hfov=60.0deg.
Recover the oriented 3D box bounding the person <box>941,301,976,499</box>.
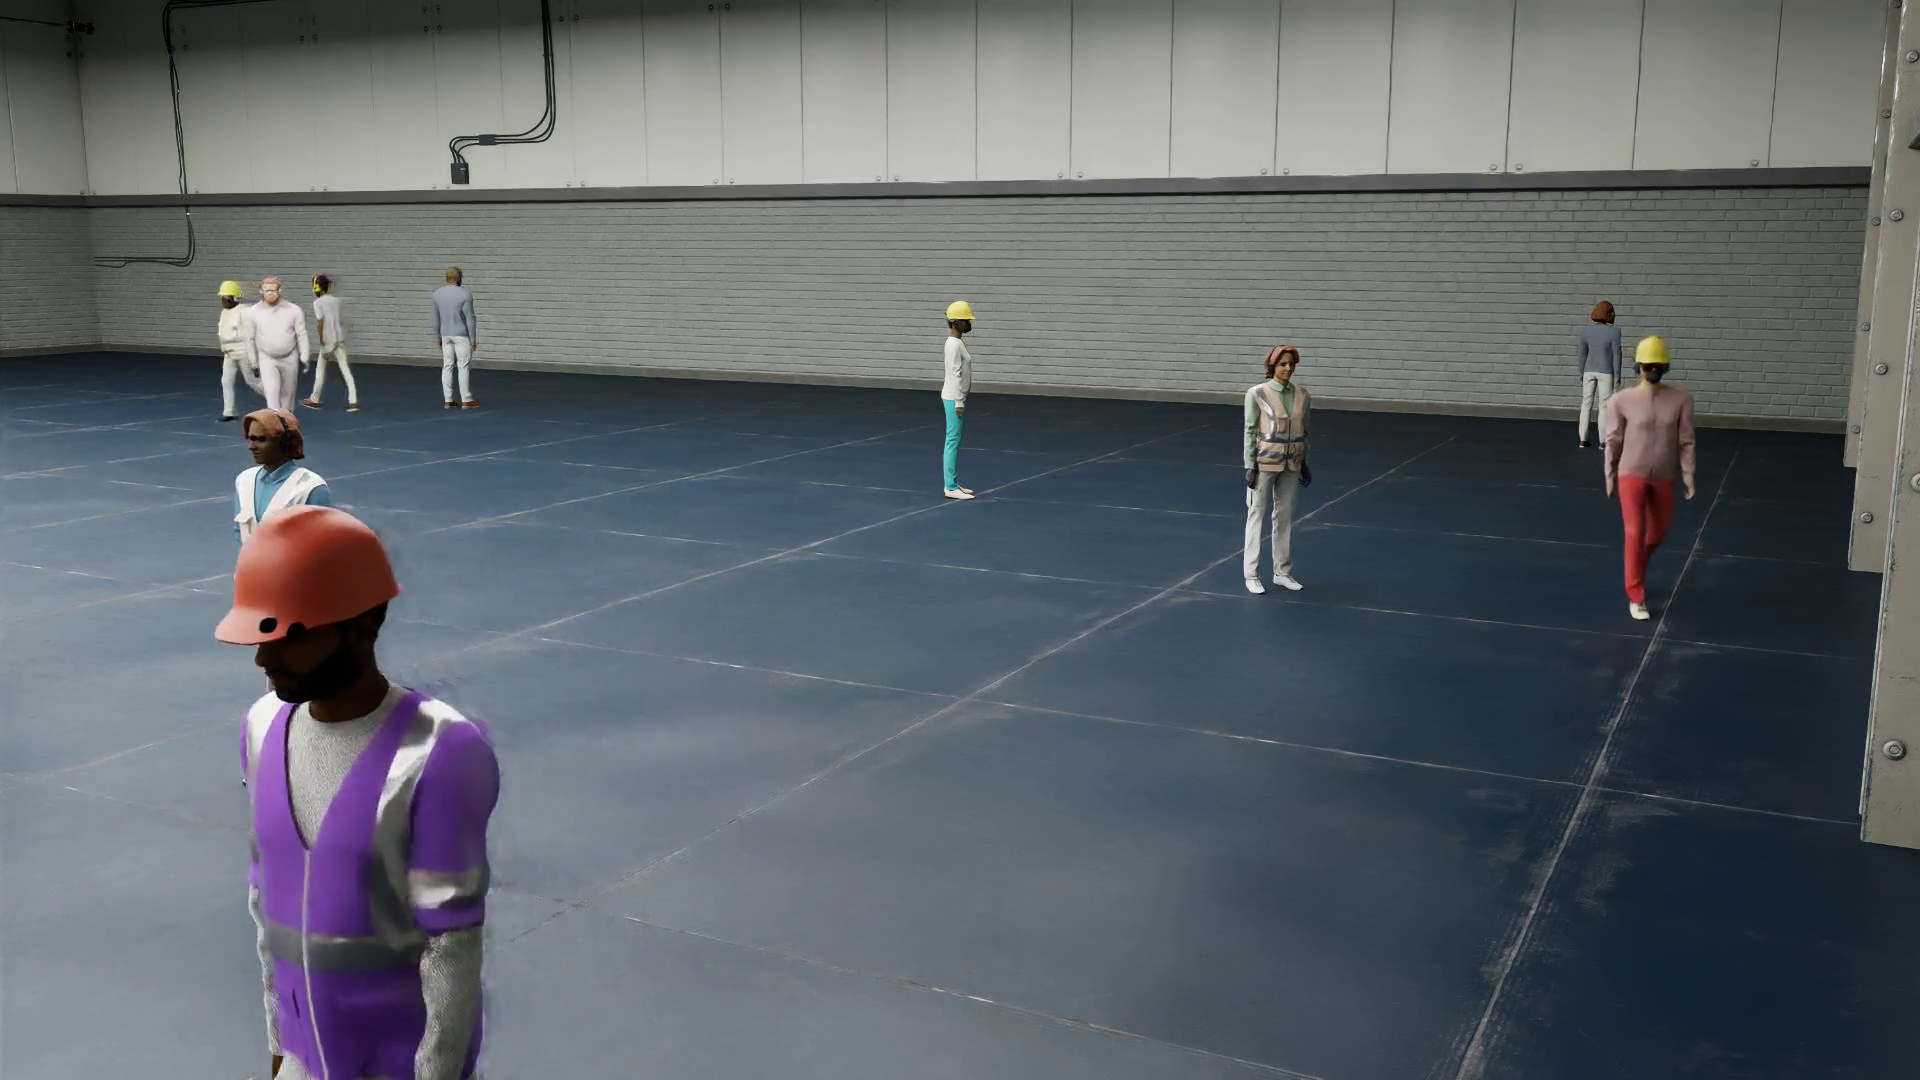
[{"bbox_3d":[-0.012,-1.252,14.922,0.312,1.769,0.525,0,10,-1],"label":"person"}]

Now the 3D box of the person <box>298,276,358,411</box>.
[{"bbox_3d":[-8.462,-2.630,22.314,0.995,1.802,0.548,5,12,26],"label":"person"}]

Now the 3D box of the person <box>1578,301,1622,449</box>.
[{"bbox_3d":[7.072,-1.822,18.388,0.278,1.634,0.499,-9,14,-40],"label":"person"}]

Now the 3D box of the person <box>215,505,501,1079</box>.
[{"bbox_3d":[-1.021,0.868,2.970,0.543,1.917,0.541,4,11,22],"label":"person"}]

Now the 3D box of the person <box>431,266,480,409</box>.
[{"bbox_3d":[-6.851,-2.747,22.604,0.635,1.936,0.354,3,11,17],"label":"person"}]

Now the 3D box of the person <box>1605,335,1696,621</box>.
[{"bbox_3d":[4.293,-0.419,10.429,0.521,1.740,0.782,1,10,3],"label":"person"}]

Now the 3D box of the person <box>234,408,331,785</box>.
[{"bbox_3d":[-2.842,0.255,7.044,0.515,1.641,0.315,5,11,25],"label":"person"}]

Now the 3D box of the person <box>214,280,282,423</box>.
[{"bbox_3d":[-9.039,-2.389,21.073,0.604,1.802,0.847,7,13,34],"label":"person"}]

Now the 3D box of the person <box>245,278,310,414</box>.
[{"bbox_3d":[-7.902,-2.096,19.282,0.644,1.867,0.982,-5,12,-26],"label":"person"}]

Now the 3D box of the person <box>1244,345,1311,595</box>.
[{"bbox_3d":[2.088,-0.466,10.983,0.511,1.641,0.308,-5,11,-24],"label":"person"}]
